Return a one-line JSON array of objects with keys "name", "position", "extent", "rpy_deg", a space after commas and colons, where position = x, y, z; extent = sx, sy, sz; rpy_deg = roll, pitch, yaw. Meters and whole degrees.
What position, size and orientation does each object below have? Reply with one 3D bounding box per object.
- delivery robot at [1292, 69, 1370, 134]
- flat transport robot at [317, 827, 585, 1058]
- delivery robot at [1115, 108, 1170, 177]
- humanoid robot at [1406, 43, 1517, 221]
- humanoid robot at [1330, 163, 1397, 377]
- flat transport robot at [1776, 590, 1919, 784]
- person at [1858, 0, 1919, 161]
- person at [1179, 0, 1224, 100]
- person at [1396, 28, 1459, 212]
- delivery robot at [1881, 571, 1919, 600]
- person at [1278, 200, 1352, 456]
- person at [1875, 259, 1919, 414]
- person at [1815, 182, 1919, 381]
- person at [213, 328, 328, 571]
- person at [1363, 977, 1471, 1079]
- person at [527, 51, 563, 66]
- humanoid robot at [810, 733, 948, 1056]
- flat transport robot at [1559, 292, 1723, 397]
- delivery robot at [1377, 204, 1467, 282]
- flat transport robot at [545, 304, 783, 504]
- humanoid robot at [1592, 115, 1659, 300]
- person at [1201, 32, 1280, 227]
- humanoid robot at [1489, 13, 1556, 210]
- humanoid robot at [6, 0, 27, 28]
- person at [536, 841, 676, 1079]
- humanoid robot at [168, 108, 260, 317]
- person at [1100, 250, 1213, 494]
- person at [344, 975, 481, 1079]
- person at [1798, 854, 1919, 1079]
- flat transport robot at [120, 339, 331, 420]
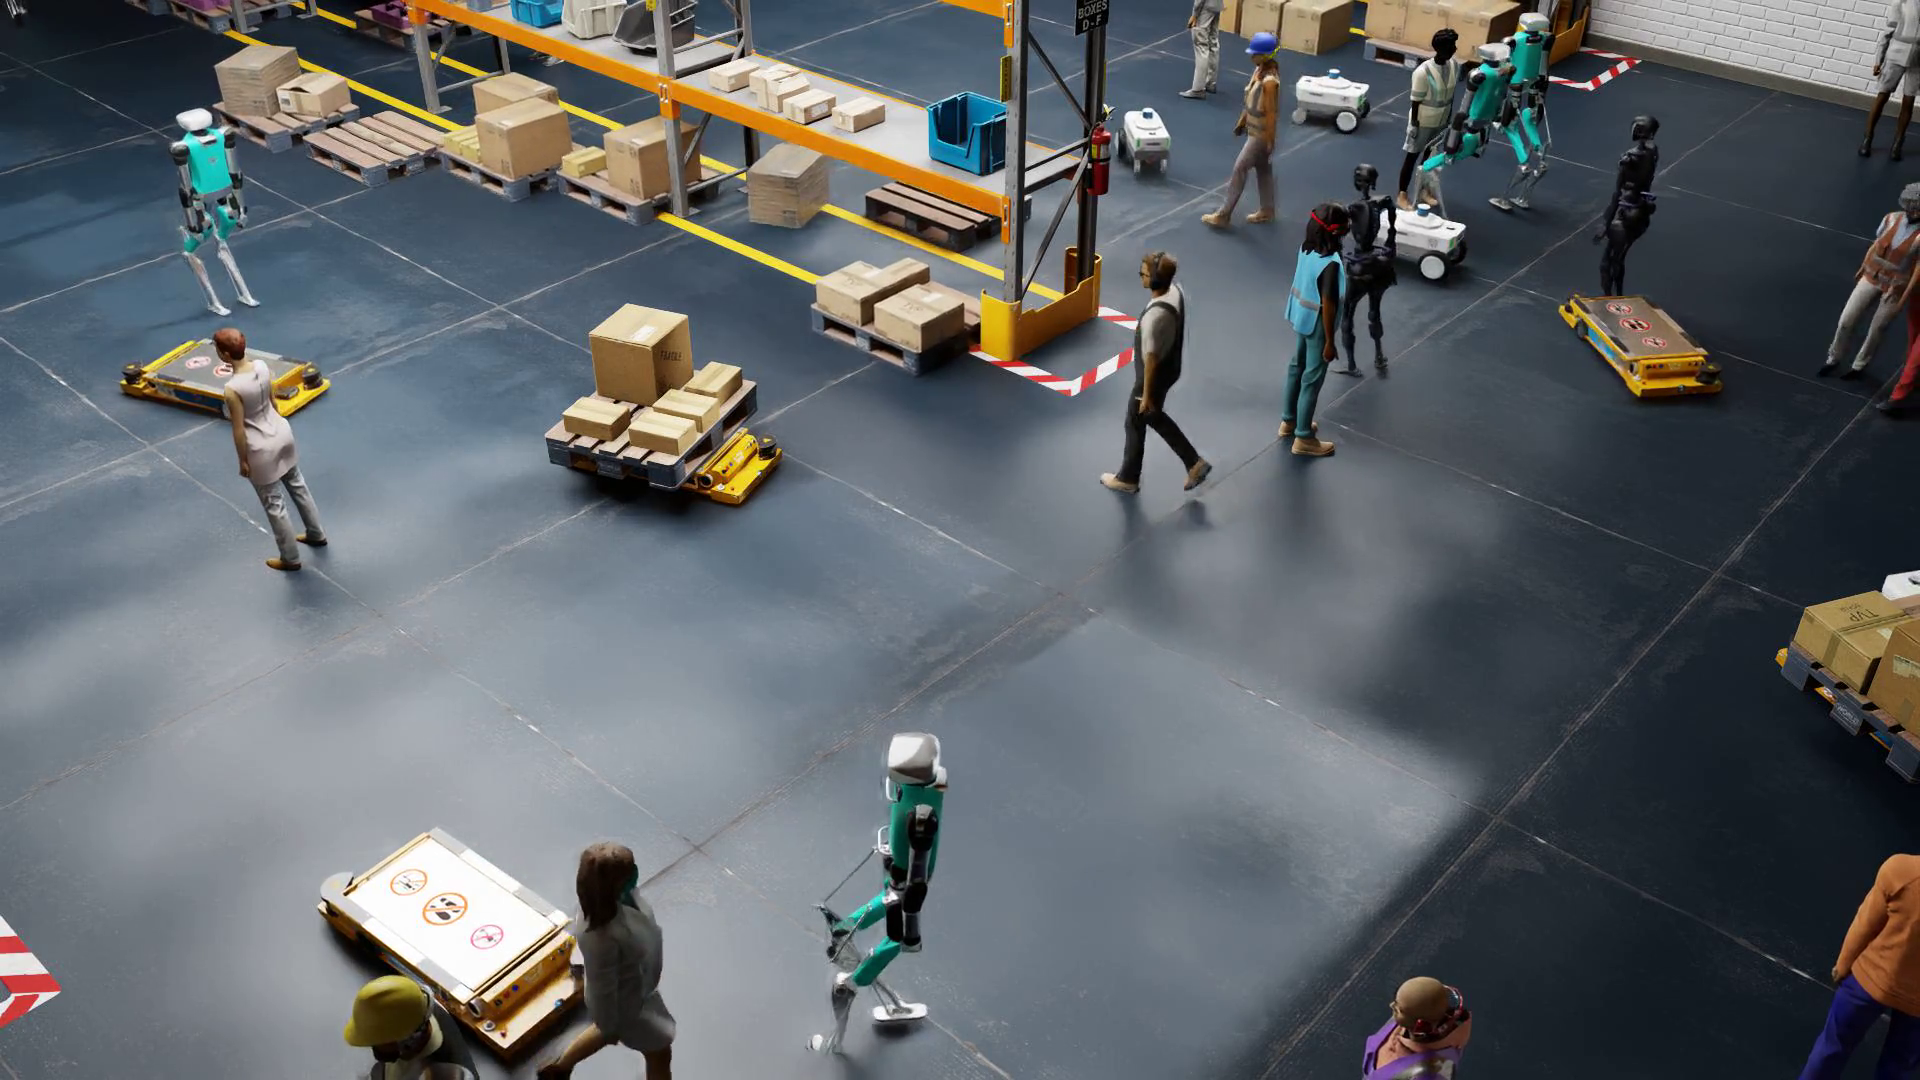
[{"name": "delivery robot", "position": [3.834, -4.541, 17.136], "extent": [0.797, 0.593, 0.499], "rpy_deg": [14, 37, 20]}, {"name": "flat transport robot", "position": [-2.418, 1.897, 8.062], "extent": [1.431, 0.231, 0.659], "rpy_deg": [24, 41, 30]}, {"name": "delivery robot", "position": [1.817, -3.906, 16.211], "extent": [0.499, 0.587, 0.766], "rpy_deg": [-3, 35, -4]}, {"name": "humanoid robot", "position": [4.308, -3.559, 14.670], "extent": [0.607, 1.772, 0.863], "rpy_deg": [-22, 40, -28]}, {"name": "humanoid robot", "position": [3.042, -2.016, 12.496], "extent": [0.613, 1.644, 0.414], "rpy_deg": [-14, 37, -19]}, {"name": "flat transport robot", "position": [5.400, 0.973, 9.400], "extent": [0.659, 0.231, 1.431], "rpy_deg": [-11, 36, -16]}, {"name": "person", "position": [9.148, -4.636, 16.073], "extent": [0.549, 1.922, 0.387], "rpy_deg": [15, 37, 21]}, {"name": "person", "position": [2.606, -5.584, 17.468], "extent": [0.380, 1.896, 0.549], "rpy_deg": [23, 41, 30]}, {"name": "person", "position": [4.252, -3.799, 15.060], "extent": [0.533, 1.692, 0.320], "rpy_deg": [-20, 39, -26]}, {"name": "delivery robot", "position": [5.758, 0.507, 9.833], "extent": [0.499, 0.606, 0.794], "rpy_deg": [-8, 35, -11]}, {"name": "person", "position": [2.463, -1.466, 11.529], "extent": [0.385, 1.865, 0.538], "rpy_deg": [-7, 35, -9]}, {"name": "person", "position": [7.026, -1.754, 12.071], "extent": [0.839, 1.717, 0.534], "rpy_deg": [-21, 40, -28]}, {"name": "person", "position": [6.823, -1.882, 12.307], "extent": [0.519, 1.652, 0.502], "rpy_deg": [-23, 41, -30]}, {"name": "person", "position": [-4.353, -0.577, 10.429], "extent": [0.292, 1.651, 0.437], "rpy_deg": [9, 36, 13]}, {"name": "person", "position": [1.660, 2.253, 6.291], "extent": [0.348, 1.693, 0.482], "rpy_deg": [3, 35, 4]}, {"name": "person", "position": [-4.701, -6.155, 18.431], "extent": [0.371, 1.746, 0.580], "rpy_deg": [-24, 41, -31]}, {"name": "humanoid robot", "position": [-0.423, 1.614, 7.277], "extent": [0.743, 1.900, 0.547], "rpy_deg": [-3, 35, -4]}, {"name": "flat transport robot", "position": [5.330, -1.558, 13.068], "extent": [0.659, 0.231, 1.431], "rpy_deg": [-4, 35, -6]}, {"name": "delivery robot", "position": [3.978, -2.573, 14.303], "extent": [0.785, 0.614, 0.516], "rpy_deg": [20, 39, 27]}, {"name": "flat transport robot", "position": [-2.038, -0.627, 11.718], "extent": [1.431, 0.231, 0.659], "rpy_deg": [13, 37, 18]}, {"name": "humanoid robot", "position": [5.339, -2.584, 13.322], "extent": [0.589, 1.653, 0.319], "rpy_deg": [-27, 43, -33]}, {"name": "person", "position": [2.525, -3.607, 14.726], "extent": [0.810, 1.745, 0.482], "rpy_deg": [-1, 35, -2]}, {"name": "humanoid robot", "position": [5.143, -3.807, 14.975], "extent": [0.530, 1.727, 0.722], "rpy_deg": [-13, 37, -17]}, {"name": "humanoid robot", "position": [-11.336, -6.979, 19.653], "extent": [0.542, 1.780, 0.924], "rpy_deg": [-19, 39, -25]}, {"name": "person", "position": [-1.465, 1.857, 6.920], "extent": [0.750, 1.637, 0.496], "rpy_deg": [-2, 35, -3]}, {"name": "humanoid robot", "position": [-6.044, -2.633, 13.321], "extent": [0.714, 1.753, 0.534], "rpy_deg": [23, 41, 29]}, {"name": "person", "position": [1.326, -1.068, 10.985], "extent": [0.684, 1.829, 0.519], "rpy_deg": [17, 38, 24]}, {"name": "person", "position": [-1.936, 2.254, 6.184], "extent": [0.403, 1.820, 0.594], "rpy_deg": [-17, 38, -23]}, {"name": "person", "position": [3.831, 1.782, 6.732], "extent": [0.519, 1.973, 0.398], "rpy_deg": [19, 39, 25]}, {"name": "flat transport robot", "position": [-5.556, -1.208, 12.560], "extent": [1.431, 0.231, 0.659], "rpy_deg": [13, 37, 18]}]
